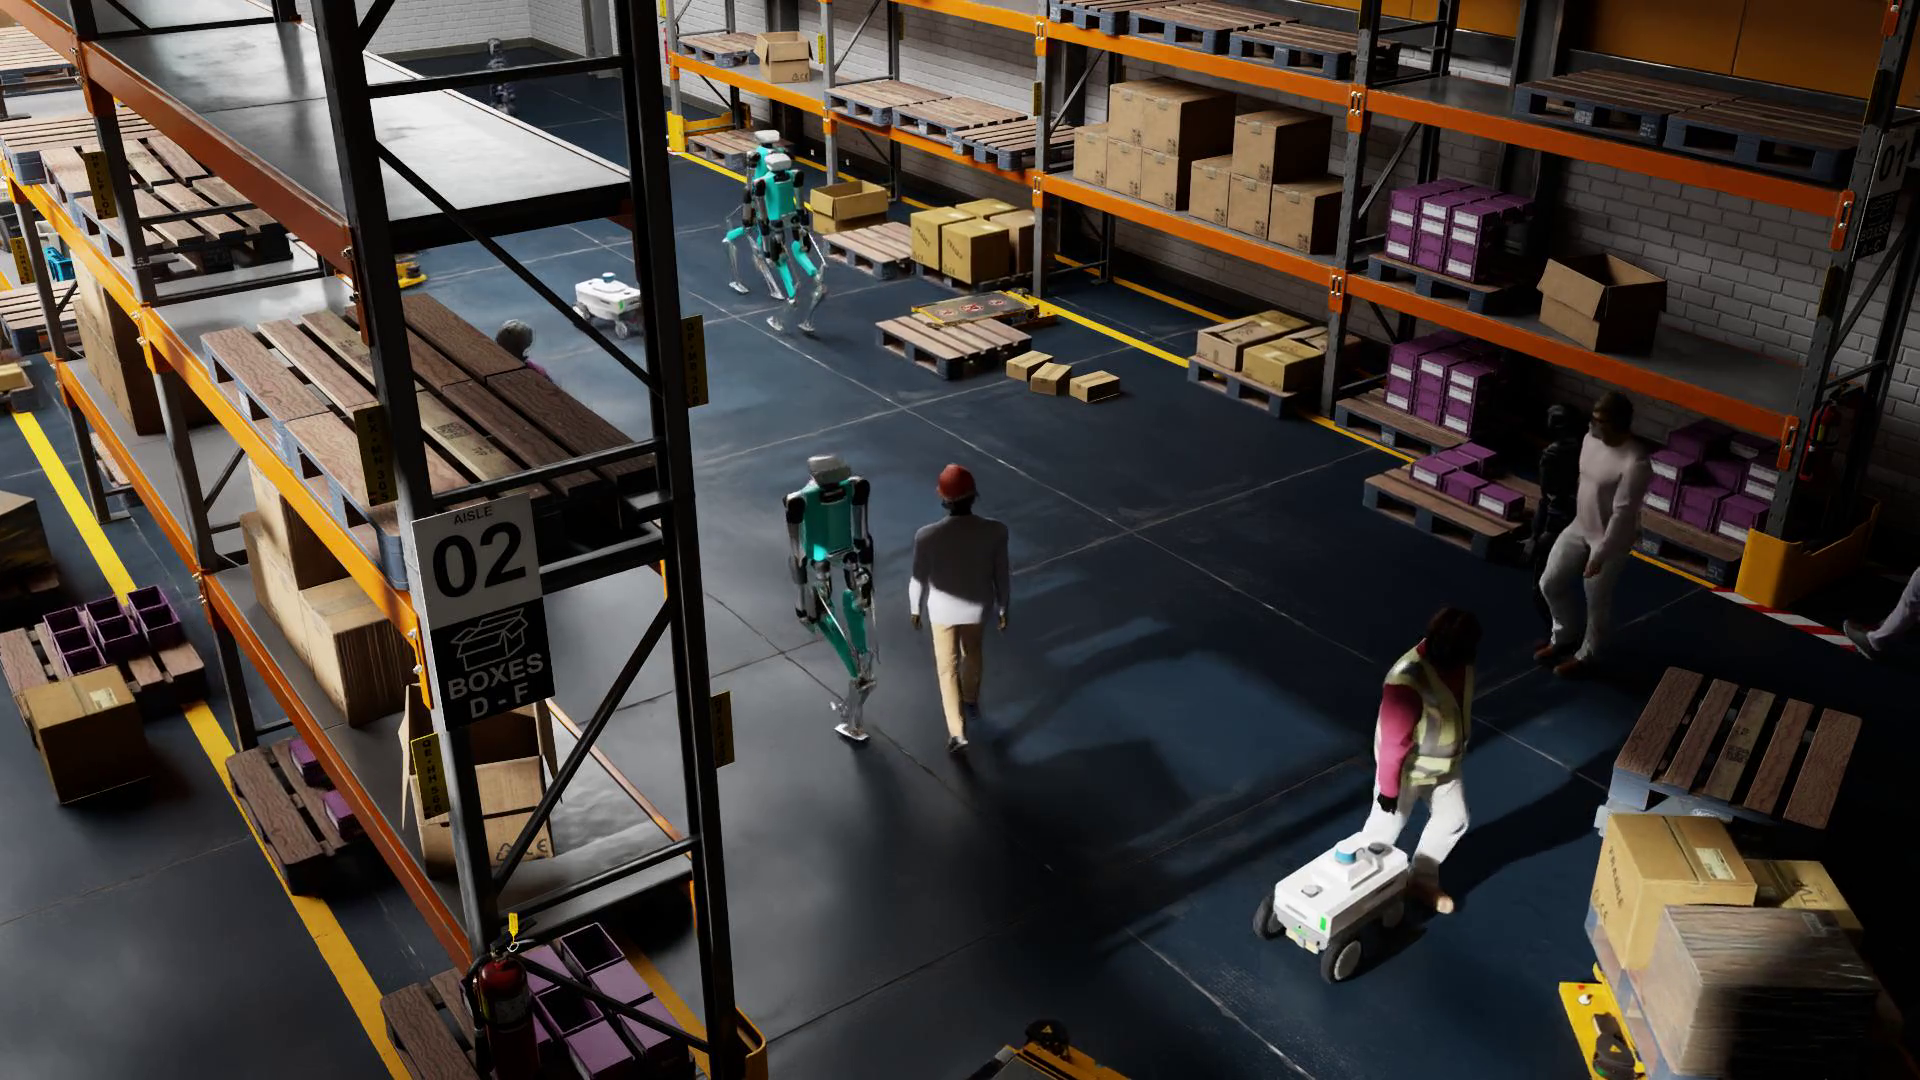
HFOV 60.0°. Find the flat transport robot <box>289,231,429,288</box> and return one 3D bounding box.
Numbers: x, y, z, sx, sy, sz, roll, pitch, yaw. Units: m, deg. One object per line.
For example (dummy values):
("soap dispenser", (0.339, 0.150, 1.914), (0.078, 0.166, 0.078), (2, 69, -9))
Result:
("flat transport robot", (-6.429, -2.870, 17.697), (1.431, 0.231, 0.659), (16, 31, 29))

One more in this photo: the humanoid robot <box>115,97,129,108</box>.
("humanoid robot", (-10.740, -5.526, 21.399), (0.589, 1.650, 0.338), (16, 31, 29))

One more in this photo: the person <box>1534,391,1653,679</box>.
("person", (3.844, 0.003, 10.142), (0.504, 1.922, 0.620), (-8, 28, -16))

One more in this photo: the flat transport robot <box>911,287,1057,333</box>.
("flat transport robot", (0.181, -2.195, 16.354), (1.431, 0.231, 0.659), (-15, 30, -27))

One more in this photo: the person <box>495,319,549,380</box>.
("person", (-3.141, -0.692, 11.631), (0.561, 1.810, 0.688), (-20, 33, -34))

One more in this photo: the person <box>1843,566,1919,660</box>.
("person", (6.041, 0.073, 10.075), (0.584, 1.852, 1.055), (-3, 27, -6))

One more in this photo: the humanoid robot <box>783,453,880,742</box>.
("humanoid robot", (-0.630, 0.414, 9.556), (0.535, 1.799, 0.761), (-17, 31, -30))

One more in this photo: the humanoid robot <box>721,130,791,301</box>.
("humanoid robot", (-2.142, -3.343, 17.042), (0.894, 1.780, 0.582), (21, 34, 36))

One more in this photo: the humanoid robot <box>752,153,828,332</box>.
("humanoid robot", (-1.575, -2.748, 15.812), (0.553, 1.760, 0.885), (-18, 32, -32))

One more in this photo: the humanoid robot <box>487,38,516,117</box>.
("humanoid robot", (-6.035, -5.761, 21.904), (0.556, 1.643, 0.584), (-18, 32, -31))

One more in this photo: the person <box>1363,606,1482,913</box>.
("person", (2.248, 1.095, 8.109), (0.647, 1.808, 0.585), (-23, 34, -37))

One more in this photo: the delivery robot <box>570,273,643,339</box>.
("delivery robot", (-3.432, -2.320, 16.273), (0.765, 0.585, 0.499), (19, 33, 33))

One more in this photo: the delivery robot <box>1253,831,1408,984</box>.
("delivery robot", (1.853, 1.766, 8.176), (0.807, 0.613, 0.499), (-21, 33, -35))

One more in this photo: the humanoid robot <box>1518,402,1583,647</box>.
("humanoid robot", (3.816, -0.088, 10.616), (0.389, 1.640, 0.632), (22, 34, 37))

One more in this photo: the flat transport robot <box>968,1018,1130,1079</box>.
("flat transport robot", (0.172, 2.566, 6.883), (0.659, 0.231, 1.431), (20, 33, 34))

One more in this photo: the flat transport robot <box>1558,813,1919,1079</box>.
("flat transport robot", (3.533, 2.239, 7.534), (1.431, 0.231, 0.659), (1, 27, 3))

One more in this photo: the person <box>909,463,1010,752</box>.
("person", (0.005, 0.383, 9.623), (0.577, 1.732, 0.793), (-5, 27, -10))
